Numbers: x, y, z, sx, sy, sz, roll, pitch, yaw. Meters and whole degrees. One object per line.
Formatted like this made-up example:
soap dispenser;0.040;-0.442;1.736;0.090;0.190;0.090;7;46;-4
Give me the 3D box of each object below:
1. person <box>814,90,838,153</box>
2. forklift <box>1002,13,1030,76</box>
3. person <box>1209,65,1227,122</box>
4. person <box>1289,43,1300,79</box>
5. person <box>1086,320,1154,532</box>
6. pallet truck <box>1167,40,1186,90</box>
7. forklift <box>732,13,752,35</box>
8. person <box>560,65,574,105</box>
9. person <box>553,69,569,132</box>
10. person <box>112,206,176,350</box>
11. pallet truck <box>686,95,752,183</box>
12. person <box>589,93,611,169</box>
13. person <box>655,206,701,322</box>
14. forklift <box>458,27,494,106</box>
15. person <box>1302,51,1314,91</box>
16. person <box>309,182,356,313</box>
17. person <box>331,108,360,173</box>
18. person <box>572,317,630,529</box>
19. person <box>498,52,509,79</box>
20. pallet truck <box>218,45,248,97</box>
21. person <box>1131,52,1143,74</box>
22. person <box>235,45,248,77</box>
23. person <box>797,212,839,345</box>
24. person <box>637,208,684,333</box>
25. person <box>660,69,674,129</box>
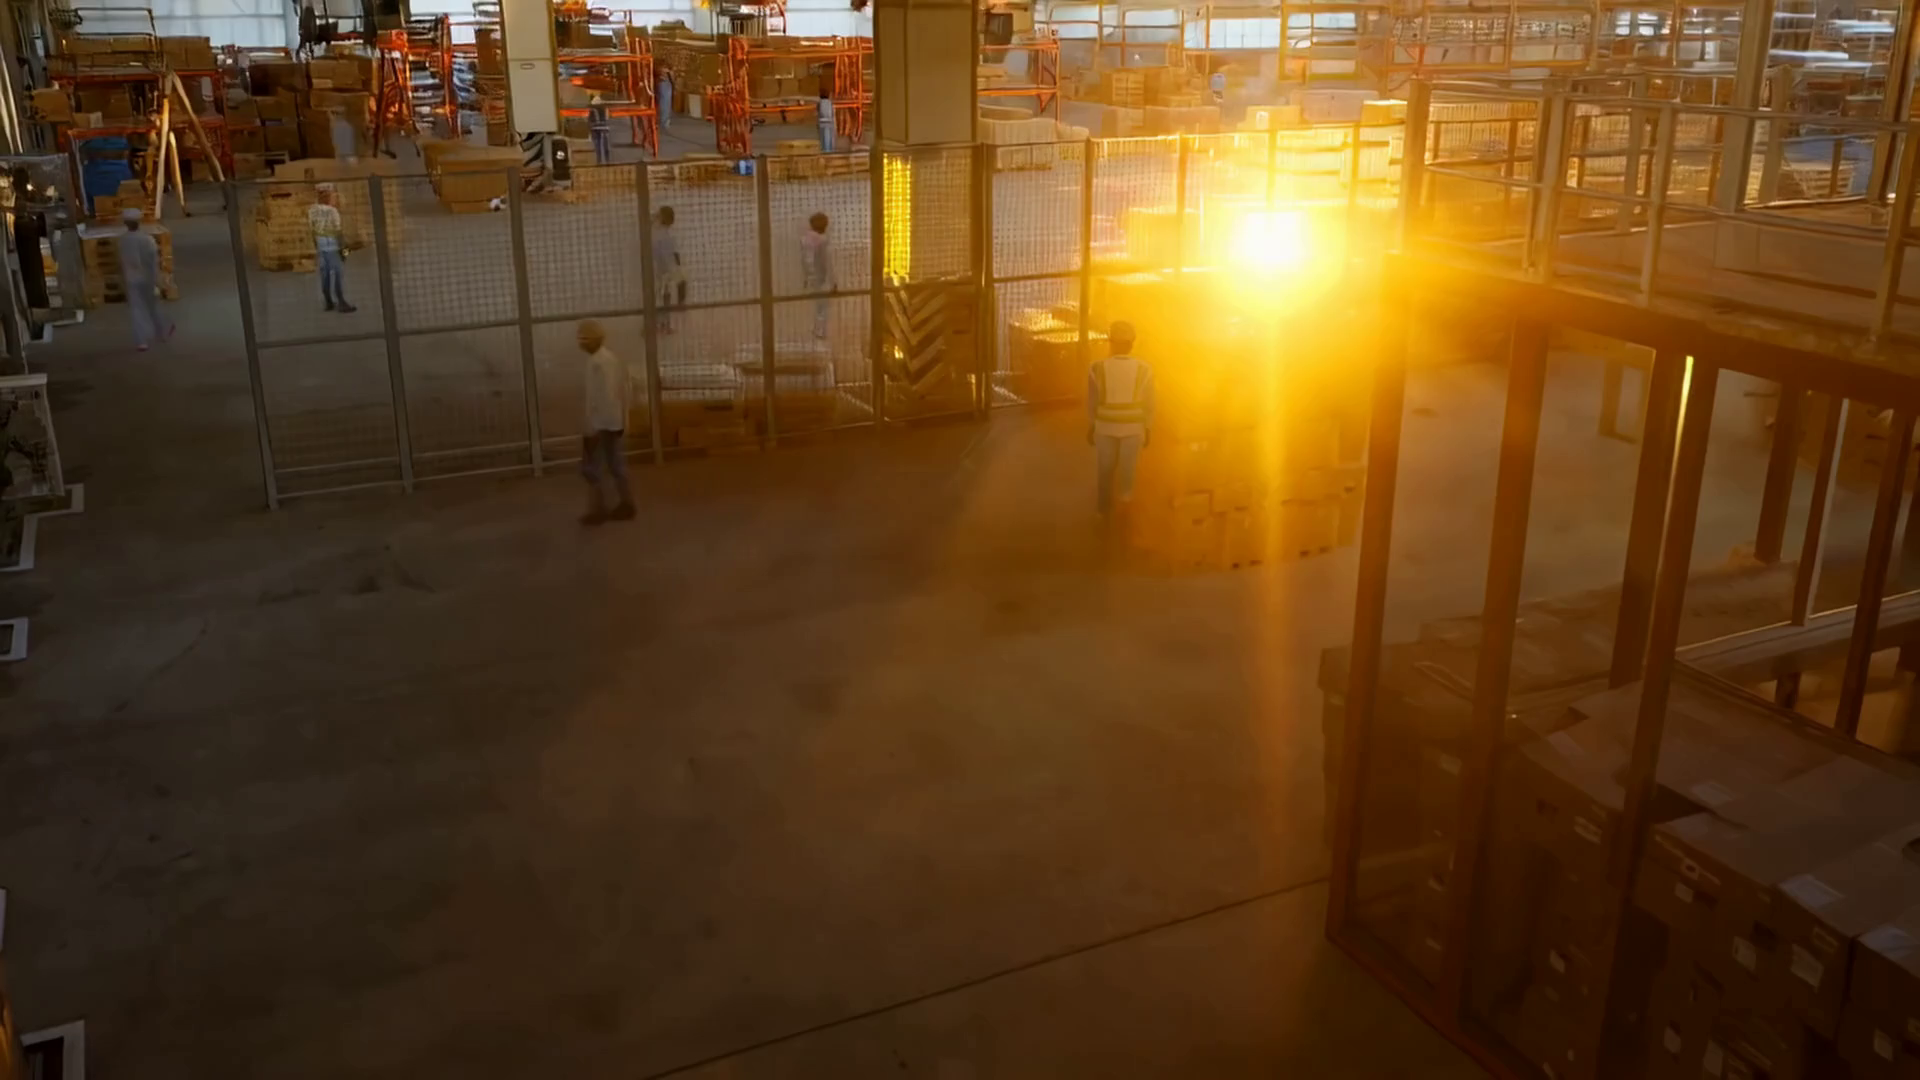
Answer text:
person;-3.549;-10.946;43.971;0.633;1.842;0.429;-7;20;-19
forklift;2.289;-23.403;78.512;1.873;2.768;1.129;6;20;17
person;8.369;-14.390;53.842;0.549;1.908;0.837;11;22;29
person;14.044;-19.886;69.769;0.437;1.924;0.638;-4;20;-13
person;1.441;-1.022;15.041;0.615;1.945;0.404;1;19;4
pallet truck;9.045;-19.971;69.895;0.823;1.965;1.885;-3;19;-8
forklift;-10.301;-23.581;79.028;1.129;2.768;1.873;0;19;-1
person;-13.441;-15.369;56.962;0.503;1.726;0.377;-17;25;-39
person;-12.533;-13.761;52.018;0.633;1.917;0.768;0;19;1
person;-11.064;-3.556;22.480;0.604;1.876;1.004;-1;19;-2
pallet truck;-5.836;-9.608;39.856;0.823;1.965;1.885;10;22;27
person;-9.145;-10.378;42.258;0.583;1.882;0.337;-18;26;-41
person;-4.159;-4.011;24.138;0.793;1.662;0.547;-14;23;-34
forklift;-17.424;-17.343;60.945;1.873;2.768;1.129;-9;21;-25
person;12.978;-17.338;62.333;0.669;1.943;0.617;6;20;17
person;-9.329;-4.335;24.665;0.543;1.934;0.362;9;21;24
person;-13.724;-8.675;37.222;0.608;1.959;0.971;7;20;21
person;-3.299;-1.046;15.059;0.567;1.975;0.655;0;19;-1
person;-16.901;-17.140;61.800;0.519;1.921;0.628;18;26;42
pallet truck;-28.879;-18.665;66.111;0.823;1.965;1.885;-3;19;-9
person;7.114;-18.810;67.002;0.545;1.680;0.375;-6;20;-17
person;-29.597;-19.420;68.466;0.557;1.889;1.018;7;20;19
person;-1.914;-3.483;22.369;0.628;1.822;0.670;13;23;34
person;-4.199;-3.790;23.412;0.619;1.712;0.835;-4;19;-11
person;-9.341;-14.009;52.866;0.351;1.836;0.514;3;19;8
